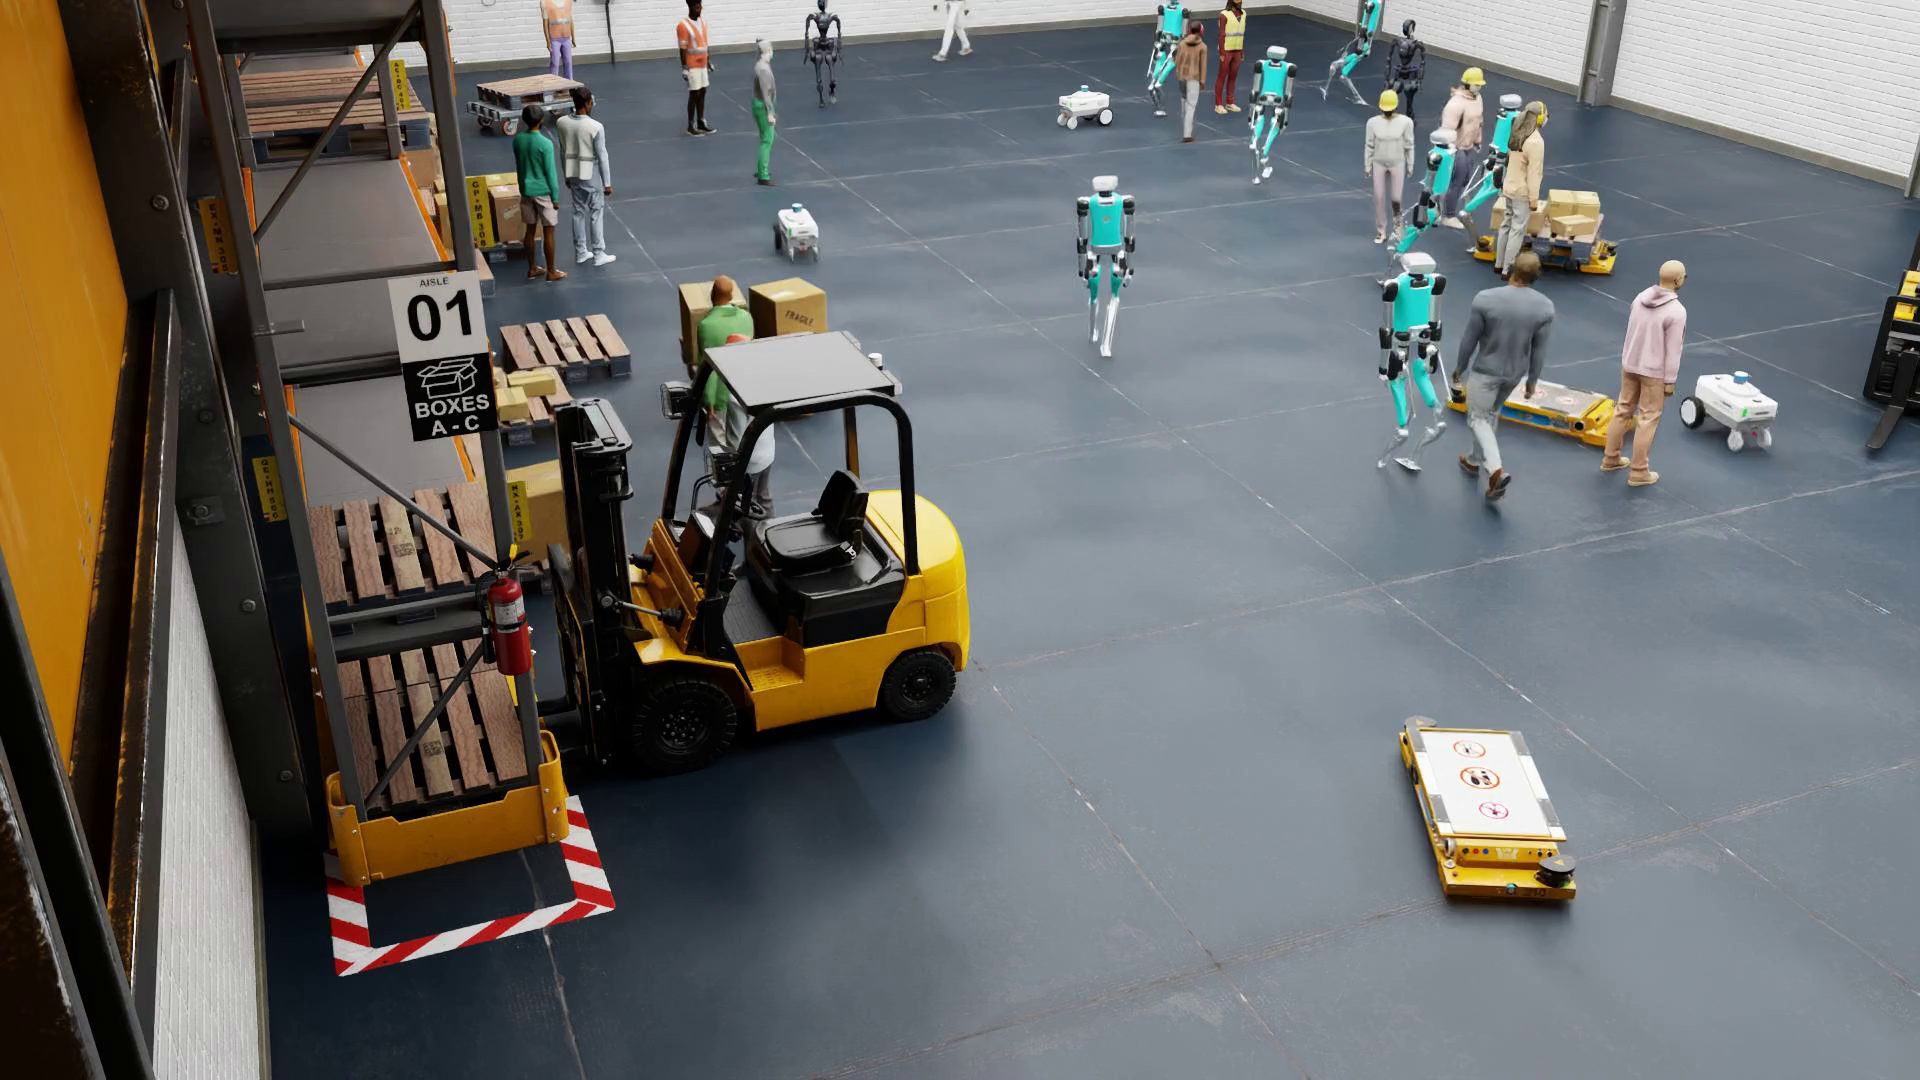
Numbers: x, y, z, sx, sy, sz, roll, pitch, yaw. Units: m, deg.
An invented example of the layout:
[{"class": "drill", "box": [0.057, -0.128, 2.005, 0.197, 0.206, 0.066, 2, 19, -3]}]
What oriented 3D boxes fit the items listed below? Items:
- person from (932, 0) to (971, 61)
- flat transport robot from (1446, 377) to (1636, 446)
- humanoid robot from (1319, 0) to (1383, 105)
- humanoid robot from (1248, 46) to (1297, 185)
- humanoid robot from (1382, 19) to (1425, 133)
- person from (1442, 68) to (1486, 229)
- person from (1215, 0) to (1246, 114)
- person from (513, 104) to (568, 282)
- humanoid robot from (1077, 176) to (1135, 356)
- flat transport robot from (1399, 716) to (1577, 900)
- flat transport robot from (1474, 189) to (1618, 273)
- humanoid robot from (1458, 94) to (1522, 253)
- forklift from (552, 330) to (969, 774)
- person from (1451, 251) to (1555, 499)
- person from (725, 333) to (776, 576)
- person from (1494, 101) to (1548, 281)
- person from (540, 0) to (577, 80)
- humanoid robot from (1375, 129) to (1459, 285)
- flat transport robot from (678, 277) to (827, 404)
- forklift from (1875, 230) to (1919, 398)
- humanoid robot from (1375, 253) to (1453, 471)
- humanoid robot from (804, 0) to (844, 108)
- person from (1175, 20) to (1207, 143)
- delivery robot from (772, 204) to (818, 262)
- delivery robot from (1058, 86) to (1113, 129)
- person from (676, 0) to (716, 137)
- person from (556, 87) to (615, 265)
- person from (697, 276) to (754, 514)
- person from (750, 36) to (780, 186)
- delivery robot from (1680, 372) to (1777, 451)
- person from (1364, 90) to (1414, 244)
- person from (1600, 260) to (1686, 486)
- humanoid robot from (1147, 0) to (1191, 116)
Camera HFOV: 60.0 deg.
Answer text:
[{"class": "person", "box": [-0.120, -9.224, 28.603, 0.999, 1.832, 0.578, -21, 34, -36]}, {"class": "flat transport robot", "box": [4.974, -1.146, 14.267, 1.431, 0.231, 0.659, 20, 33, 34]}, {"class": "humanoid robot", "box": [5.887, -7.551, 25.393, 0.987, 1.758, 0.548, 14, 30, 26]}, {"class": "humanoid robot", "box": [3.842, -5.228, 20.784, 0.556, 1.746, 1.046, 8, 28, 15]}, {"class": "humanoid robot", "box": [6.273, -6.485, 23.393, 0.611, 1.650, 0.769, 19, 32, 33]}, {"class": "person", "box": [5.762, -4.578, 19.343, 0.581, 1.845, 0.842, 22, 34, 37]}, {"class": "person", "box": [4.032, -7.276, 24.791, 0.466, 1.768, 0.377, -16, 31, -28]}, {"class": "person", "box": [-4.433, -3.625, 17.457, 0.490, 1.840, 0.409, 10, 28, 19]}, {"class": "humanoid robot", "box": [1.338, -2.533, 15.503, 0.555, 1.881, 0.806, 1, 27, 2]}, {"class": "flat transport robot", "box": [2.862, 1.443, 9.117, 0.659, 0.231, 1.431, 2, 27, 3]}, {"class": "flat transport robot", "box": [6.460, -3.188, 18.328, 1.431, 0.231, 0.659, 12, 29, 22]}, {"class": "humanoid robot", "box": [5.716, -3.969, 18.247, 0.702, 1.787, 0.541, -3, 27, -6]}, {"class": "forklift", "box": [-1.094, 0.010, 9.831, 2.313, 2.155, 1.214, -10, 28, -20]}, {"class": "person", "box": [4.144, -1.266, 12.689, 0.638, 1.894, 0.868, -3, 27, -6]}, {"class": "person", "box": [-1.468, -0.591, 11.523, 0.345, 1.740, 0.572, 9, 28, 17]}, {"class": "person", "box": [5.894, -3.666, 17.505, 0.398, 1.871, 0.558, -3, 27, -6]}, {"class": "person", "box": [-6.158, -7.701, 25.561, 0.388, 1.839, 0.559, 22, 34, 37]}, {"class": "humanoid robot", "box": [4.592, -3.346, 17.095, 0.885, 1.823, 0.534, 20, 33, 35]}, {"class": "flat transport robot", "box": [-1.798, -1.418, 14.808, 0.659, 0.231, 1.431, -7, 28, -14]}, {"class": "forklift", "box": [9.029, -2.397, 14.618, 1.214, 2.155, 2.313, 18, 32, 32]}, {"class": "humanoid robot", "box": [3.575, -1.295, 12.929, 0.548, 1.798, 0.676, -8, 28, -16]}, {"class": "humanoid robot", "box": [-2.060, -7.389, 25.108, 0.610, 1.646, 0.388, 0, 27, -1]}, {"class": "person", "box": [3.230, -6.440, 23.317, 0.469, 1.590, 0.794, 13, 30, 25]}, {"class": "delivery robot", "box": [-1.803, -3.442, 18.500, 0.499, 0.580, 0.776, -7, 27, -13]}, {"class": "delivery robot", "box": [1.835, -6.298, 24.217, 0.791, 0.614, 0.499, -14, 30, -26]}, {"class": "person", "box": [-3.714, -6.707, 23.447, 0.380, 1.962, 0.618, 12, 29, 22]}, {"class": "person", "box": [-4.035, -3.913, 17.952, 0.595, 1.908, 0.408, 11, 29, 20]}, {"class": "person", "box": [-1.802, -1.079, 12.493, 0.387, 1.754, 0.737, 17, 32, 31]}, {"class": "person", "box": [-2.481, -5.446, 21.089, 0.343, 1.832, 0.587, -6, 27, -12]}, {"class": "delivery robot", "box": [6.450, -1.108, 13.891, 0.499, 0.611, 0.814, -5, 27, -10]}, {"class": "person", "box": [4.816, -4.209, 18.722, 0.560, 1.728, 0.511, 10, 28, 20]}, {"class": "person", "box": [5.319, -1.299, 12.898, 0.408, 1.775, 0.526, -11, 29, -21]}, {"class": "humanoid robot", "box": [2.980, -7.097, 24.486, 0.530, 1.795, 0.737, 20, 33, 34]}]
